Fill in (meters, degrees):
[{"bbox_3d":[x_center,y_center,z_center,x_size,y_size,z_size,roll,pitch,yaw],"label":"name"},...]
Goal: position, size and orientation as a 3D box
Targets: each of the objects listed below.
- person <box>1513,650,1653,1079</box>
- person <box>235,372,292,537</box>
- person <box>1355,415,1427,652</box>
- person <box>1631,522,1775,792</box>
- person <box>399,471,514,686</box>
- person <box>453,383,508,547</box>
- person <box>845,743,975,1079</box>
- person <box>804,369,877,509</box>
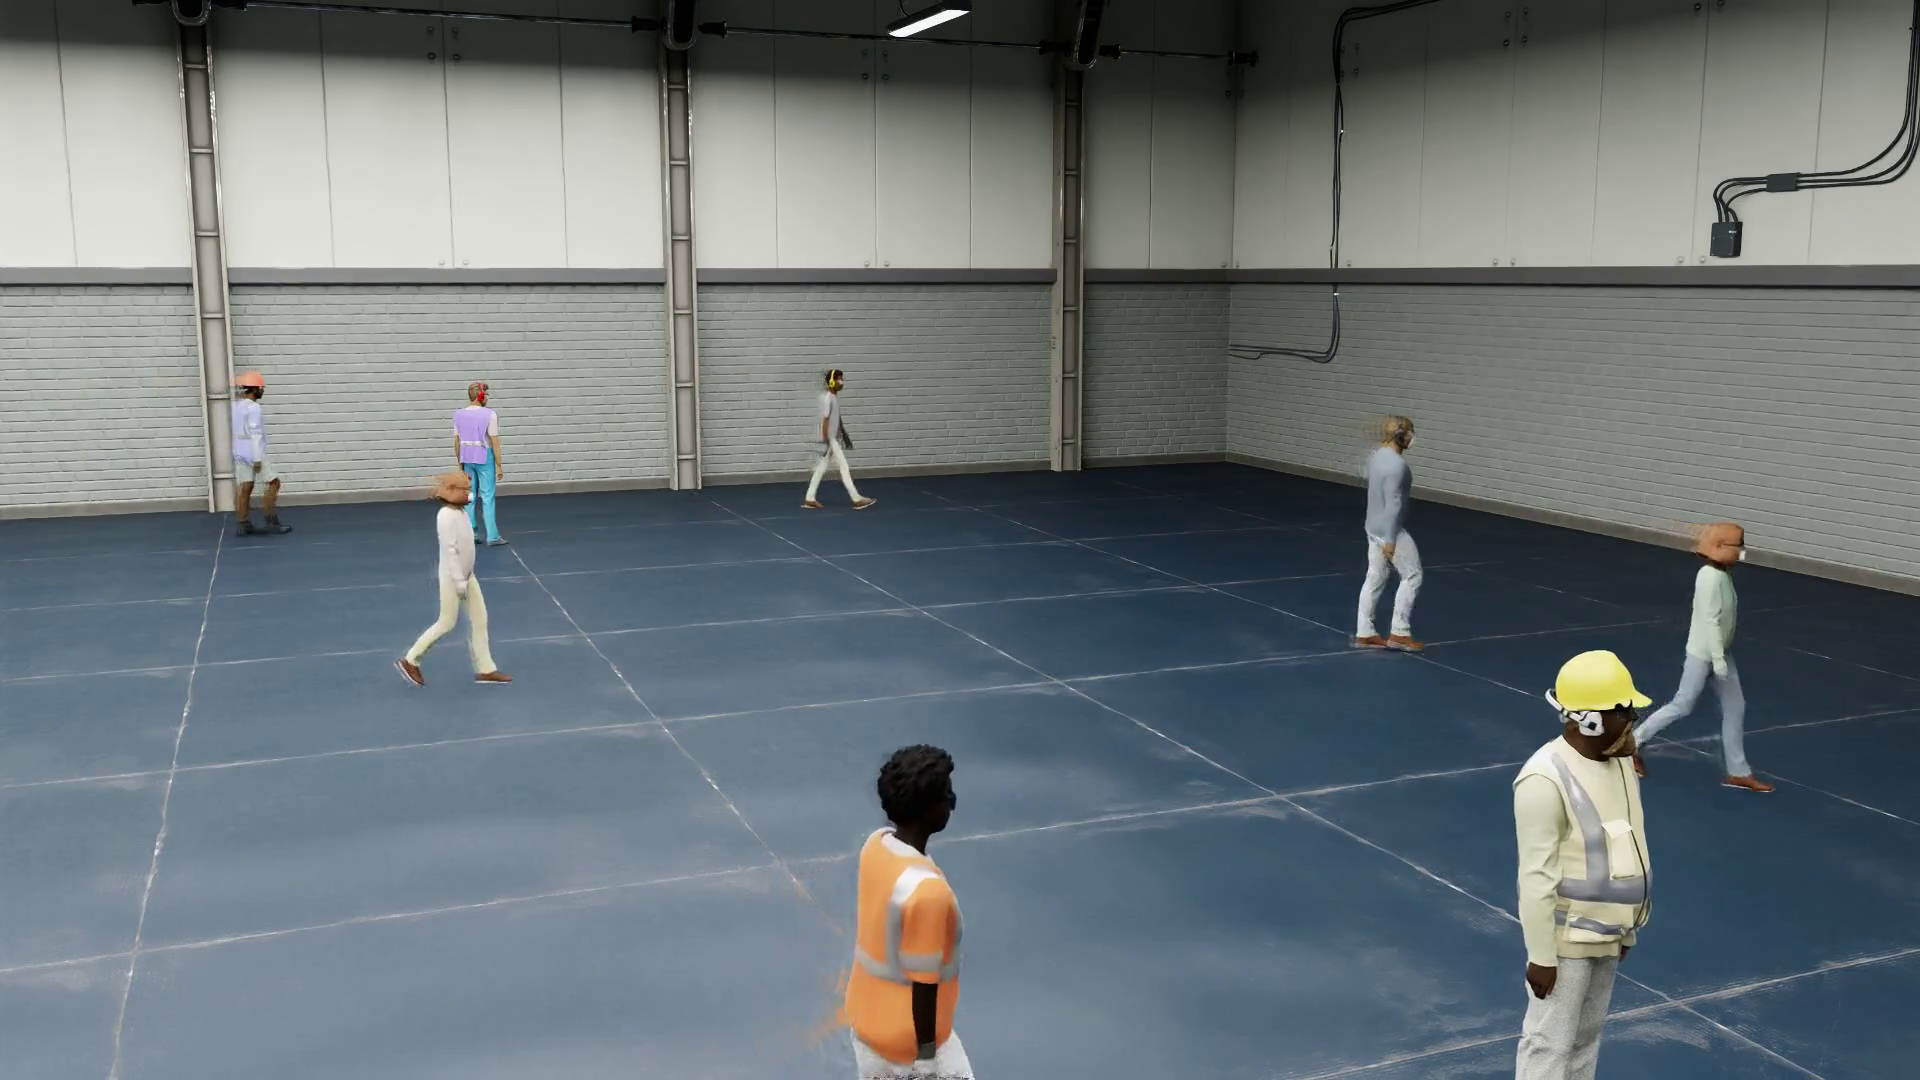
[{"bbox_3d":[2.031,1.262,5.434,0.599,1.835,0.404,-9,13,-44],"label":"person"},{"bbox_3d":[-8.141,-1.003,19.395,0.713,1.911,0.587,-9,13,-44],"label":"person"},{"bbox_3d":[3.540,-0.048,13.404,0.697,1.913,0.670,0,9,0],"label":"person"},{"bbox_3d":[4.396,0.672,9.882,0.833,1.600,0.494,7,11,38],"label":"person"},{"bbox_3d":[-3.750,0.284,12.266,0.764,1.606,0.496,1,9,5],"label":"person"},{"bbox_3d":[-5.382,-0.834,18.586,0.563,1.838,0.389,3,10,18],"label":"person"},{"bbox_3d":[-0.136,1.422,4.914,0.368,1.686,0.541,-4,10,-26],"label":"person"},{"bbox_3d":[-1.591,-1.297,21.570,0.976,1.821,0.513,0,9,0],"label":"person"}]
